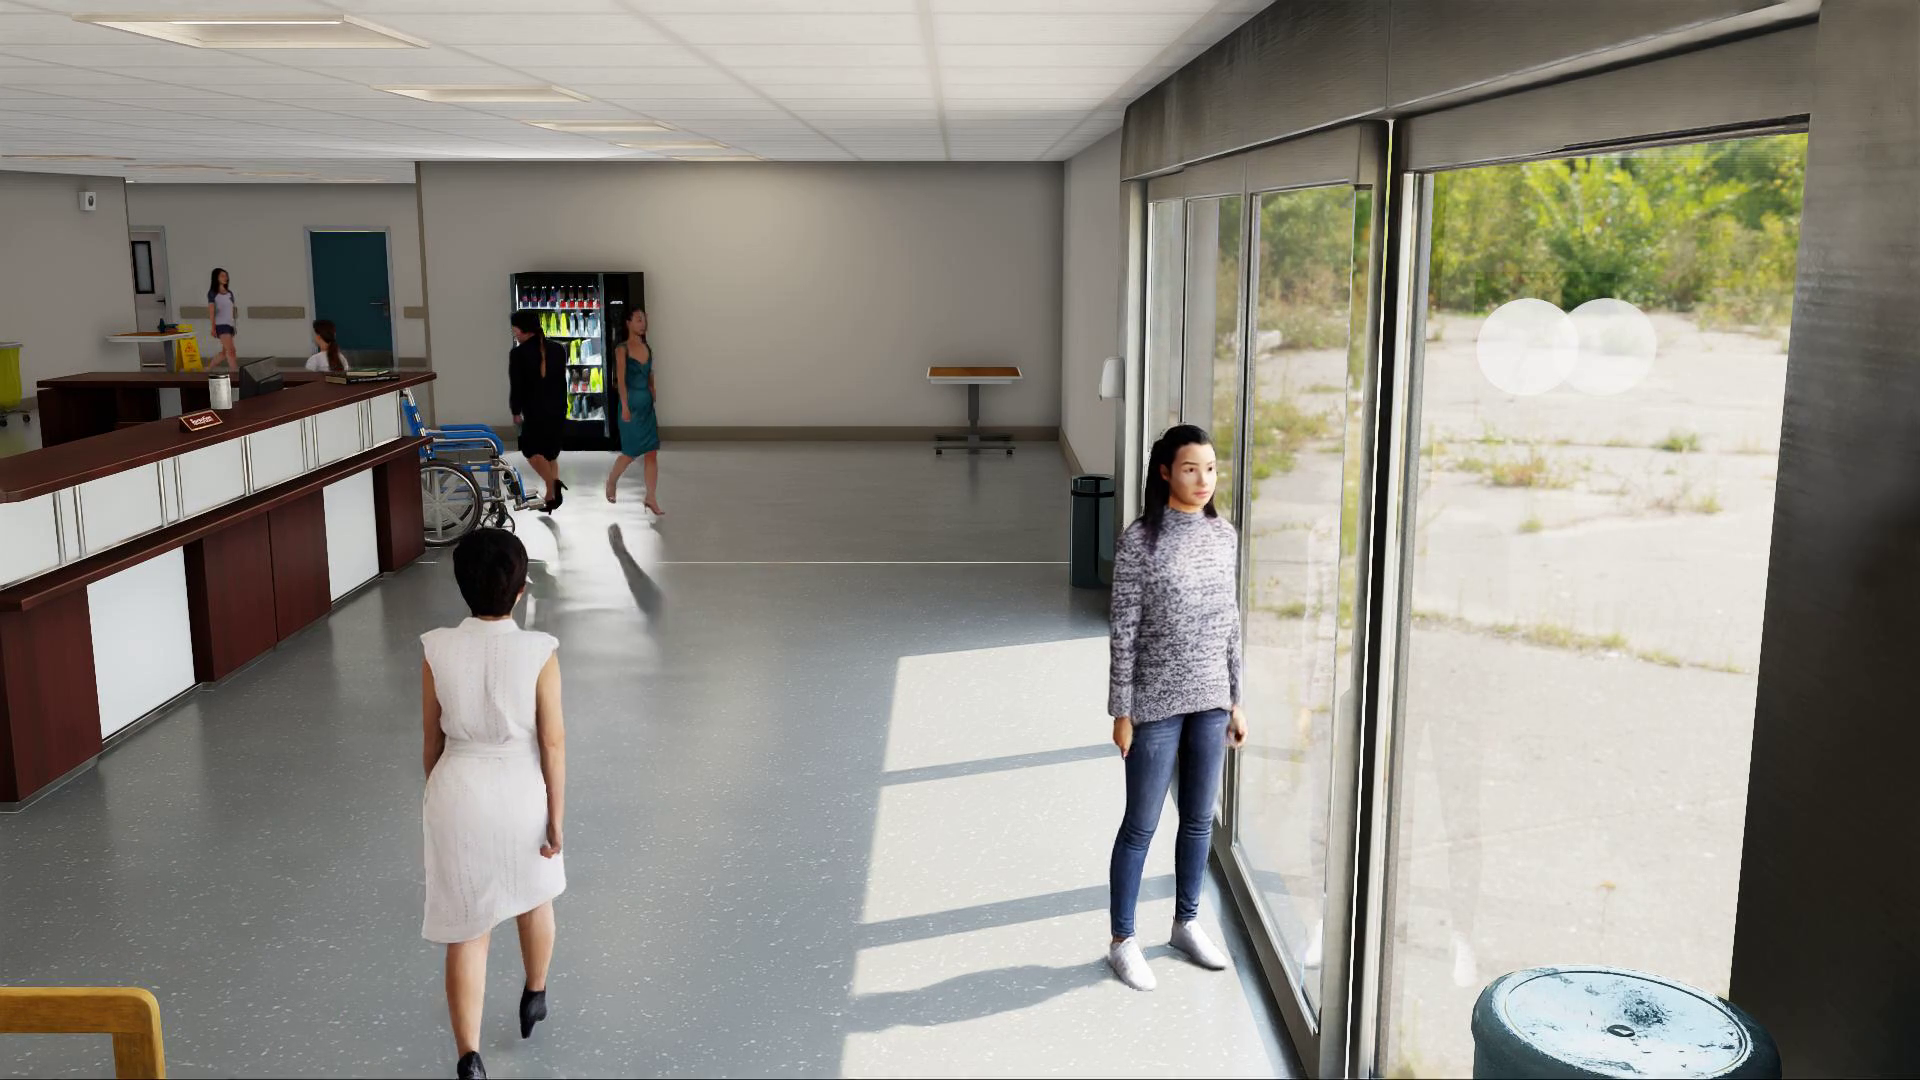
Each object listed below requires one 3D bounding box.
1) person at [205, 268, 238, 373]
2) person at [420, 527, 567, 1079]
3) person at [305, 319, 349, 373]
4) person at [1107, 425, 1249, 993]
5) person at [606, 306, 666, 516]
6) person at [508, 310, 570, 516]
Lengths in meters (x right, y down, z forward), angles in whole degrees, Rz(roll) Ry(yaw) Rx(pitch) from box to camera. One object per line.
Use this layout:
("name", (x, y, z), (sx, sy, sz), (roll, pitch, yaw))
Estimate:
("person", (-10.857, -3.119, 24.404), (1.119, 1.681, 0.816), (4, 11, 18))
("person", (-1.245, 0.761, 4.391), (0.985, 1.520, 0.744), (-2, 11, -12))
("person", (-5.230, -1.063, 13.974), (1.040, 1.530, 0.837), (5, 12, 26))
("person", (0.674, 0.495, 5.218), (0.626, 1.734, 0.758), (-5, 12, -24))
("person", (-2.651, -1.020, 13.351), (0.881, 1.678, 0.795), (7, 13, 31))
("person", (-3.298, -0.986, 13.234), (0.949, 1.653, 1.009), (-9, 14, -39))
